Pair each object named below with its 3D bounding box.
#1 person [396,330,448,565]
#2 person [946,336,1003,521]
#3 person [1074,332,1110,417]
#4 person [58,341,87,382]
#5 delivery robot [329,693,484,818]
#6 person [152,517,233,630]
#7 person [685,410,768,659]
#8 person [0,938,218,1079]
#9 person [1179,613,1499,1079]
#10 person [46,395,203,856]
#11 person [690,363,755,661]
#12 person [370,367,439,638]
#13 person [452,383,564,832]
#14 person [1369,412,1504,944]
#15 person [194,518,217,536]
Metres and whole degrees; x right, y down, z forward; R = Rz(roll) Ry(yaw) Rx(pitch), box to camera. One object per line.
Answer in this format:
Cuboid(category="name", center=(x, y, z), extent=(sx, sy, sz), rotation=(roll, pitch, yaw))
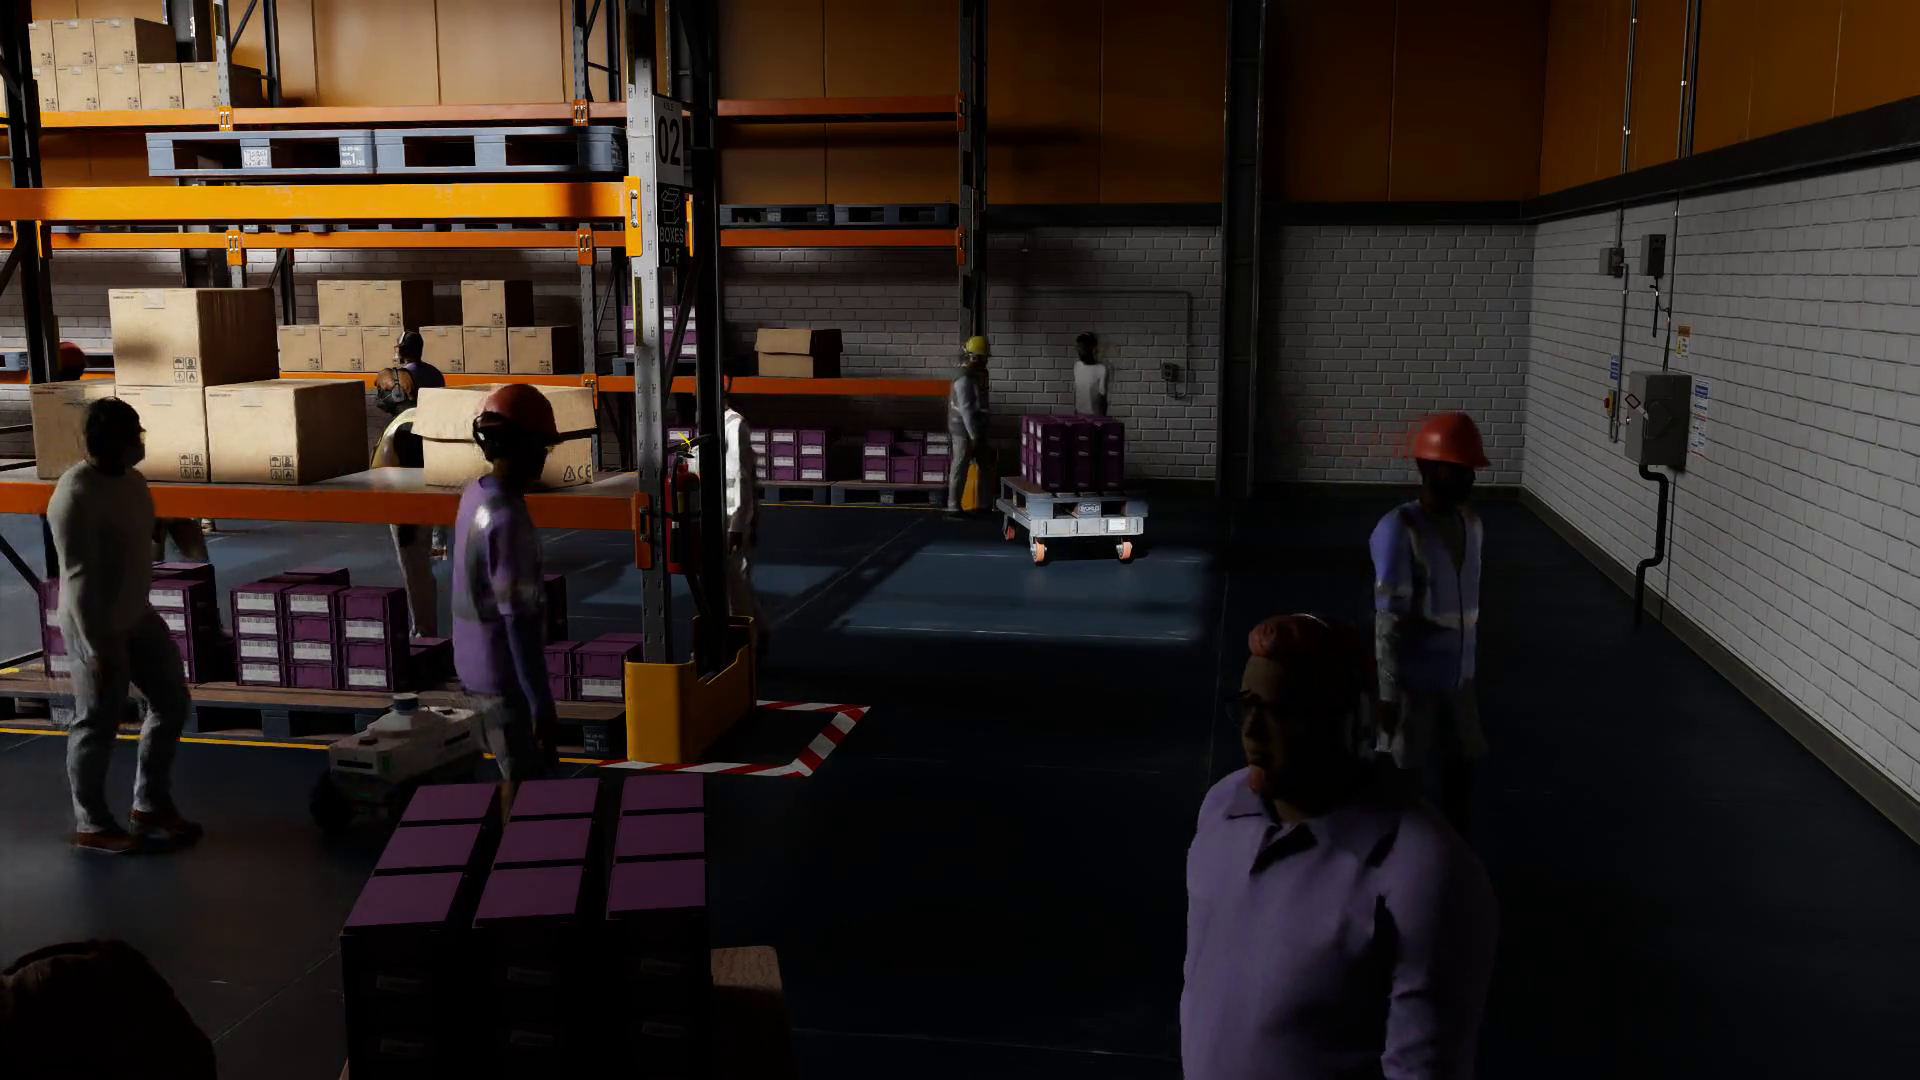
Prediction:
Cuboid(category="person", center=(-4.464, -0.757, 13.698), extent=(0.354, 1.937, 0.635), rotation=(3, 10, 16))
Cuboid(category="person", center=(0.163, -1.058, 15.998), extent=(0.683, 1.798, 0.609), rotation=(2, 9, 14))
Cuboid(category="person", center=(1.200, -1.105, 16.177), extent=(0.700, 1.834, 0.569), rotation=(-7, 12, -38))
Cuboid(category="person", center=(-6.068, -0.387, 11.404), extent=(0.545, 1.939, 0.360), rotation=(9, 13, 43))
Cuboid(category="delivery robot", center=(-2.418, 0.917, 7.299), extent=(0.477, 0.478, 0.707), rotation=(3, 10, 19))
Cuboid(category="person", center=(-5.041, -0.124, 10.738), extent=(0.714, 1.610, 0.537), rotation=(3, 10, 17))
Cuboid(category="person", center=(-1.438, -0.026, 10.145), extent=(0.537, 1.619, 0.587), rotation=(-7, 12, -38))
Cuboid(category="person", center=(-1.014, 1.272, 2.050), extent=(0.286, 1.634, 0.500), rotation=(-5, 11, -29))
Cuboid(category="person", center=(0.640, 1.035, 2.814), extent=(0.883, 1.881, 0.646), rotation=(-6, 11, -33))
Cuboid(category="person", center=(-3.406, 0.365, 6.784), extent=(0.582, 1.916, 0.650), rotation=(0, 9, 2))
Cuboid(category="person", center=(-1.411, -0.119, 9.918), extent=(0.354, 1.881, 0.576), rotation=(-5, 10, -27))
Cuboid(category="person", center=(-3.406, -0.145, 10.234), extent=(0.429, 1.836, 0.626), rotation=(-4, 10, -22))
Cuboid(category="person", center=(-1.567, 0.467, 5.836), extent=(0.440, 2.020, 0.703), rotation=(-4, 10, -21))
Cuboid(category="person", center=(1.684, 0.472, 6.154), extent=(0.553, 1.919, 0.808), rotation=(-5, 11, -30))
Cuboid(category="person", center=(-7.052, -0.950, 15.194), extent=(0.429, 1.842, 0.633), rotation=(0, 9, 2))
